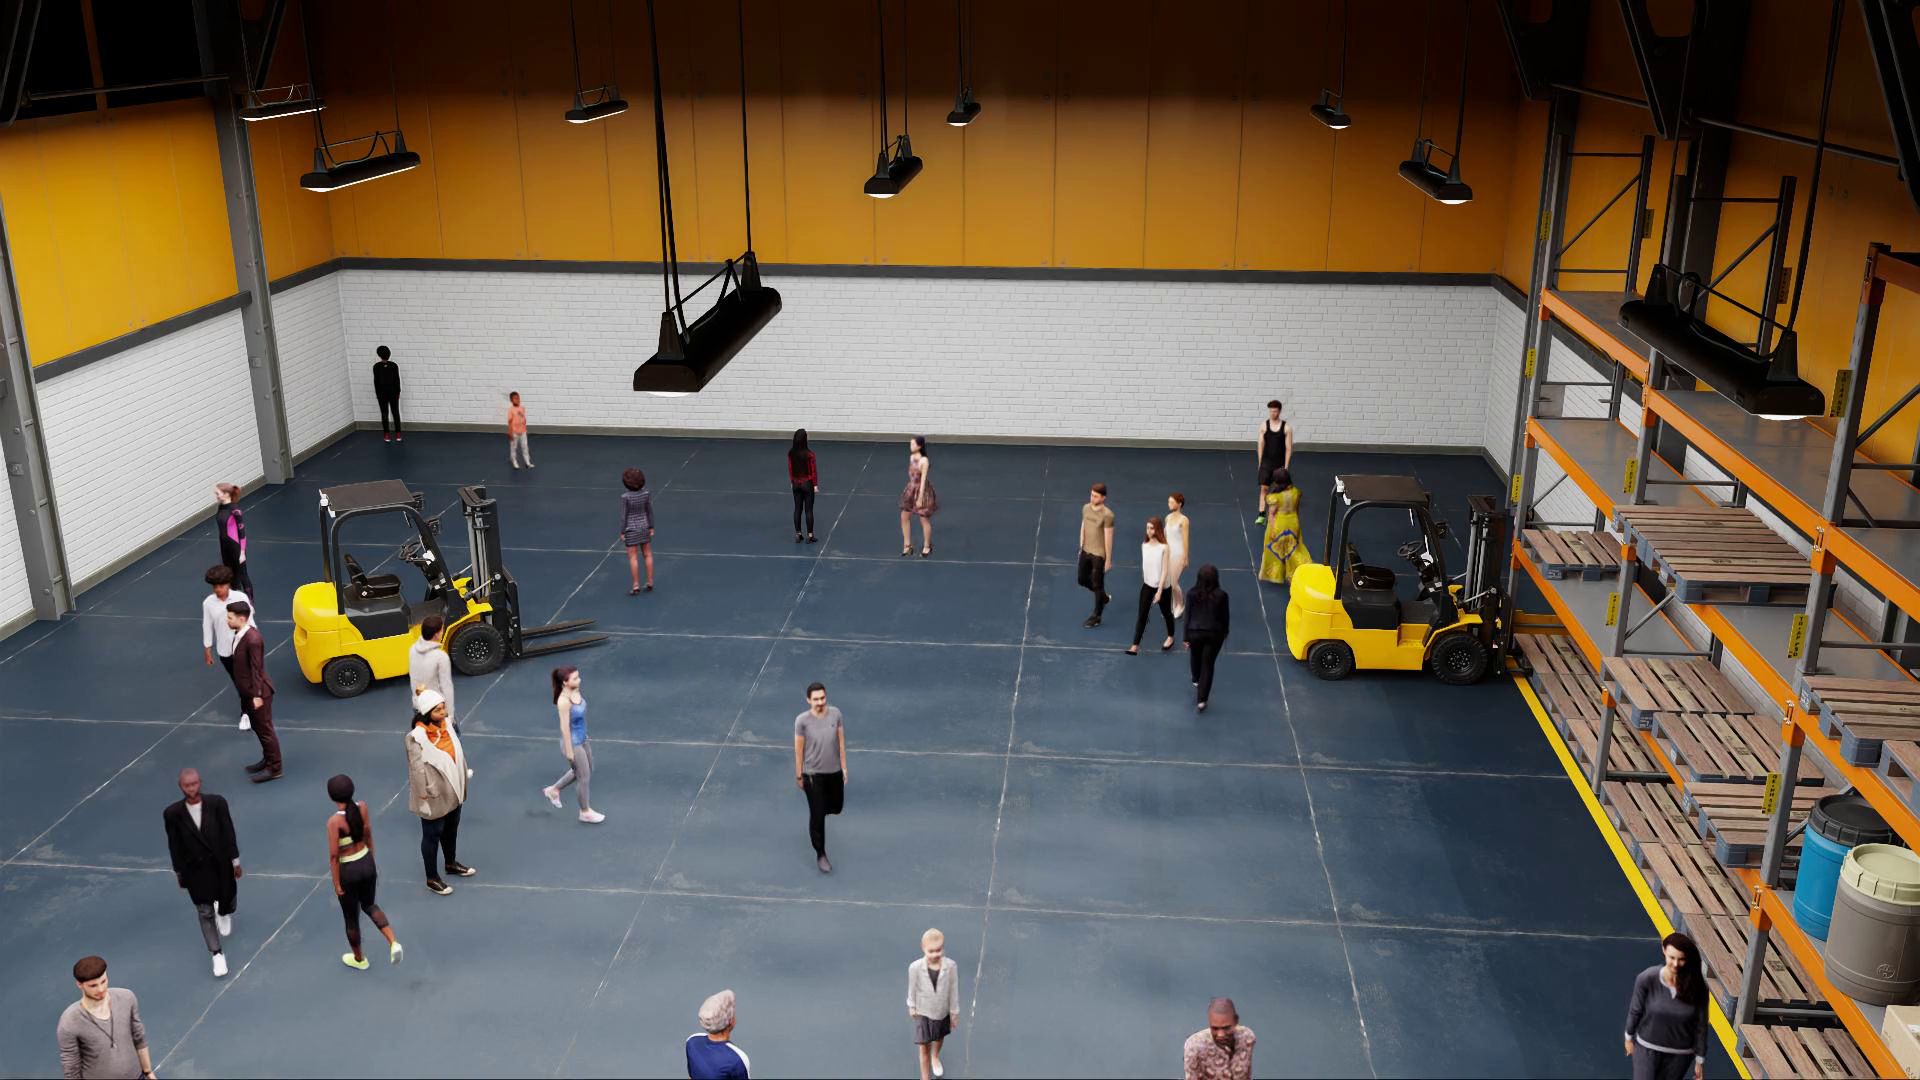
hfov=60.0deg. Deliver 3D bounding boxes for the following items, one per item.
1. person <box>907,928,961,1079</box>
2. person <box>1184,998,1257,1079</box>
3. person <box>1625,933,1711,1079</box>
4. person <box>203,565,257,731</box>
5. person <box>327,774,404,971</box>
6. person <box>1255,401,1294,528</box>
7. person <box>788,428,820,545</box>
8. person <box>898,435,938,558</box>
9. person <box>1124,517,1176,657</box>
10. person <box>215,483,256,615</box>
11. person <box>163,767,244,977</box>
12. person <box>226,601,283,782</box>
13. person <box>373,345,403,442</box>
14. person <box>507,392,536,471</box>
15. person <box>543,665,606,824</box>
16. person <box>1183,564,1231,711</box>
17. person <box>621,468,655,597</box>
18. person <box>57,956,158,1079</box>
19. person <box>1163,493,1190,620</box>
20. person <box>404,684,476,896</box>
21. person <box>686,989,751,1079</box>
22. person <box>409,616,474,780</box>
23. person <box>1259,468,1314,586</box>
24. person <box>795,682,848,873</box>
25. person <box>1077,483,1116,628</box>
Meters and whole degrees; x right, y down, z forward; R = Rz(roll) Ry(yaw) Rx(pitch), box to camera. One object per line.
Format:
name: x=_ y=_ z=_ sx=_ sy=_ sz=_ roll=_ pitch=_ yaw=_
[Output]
person: x=-0.196 y=3.341 z=11.988 sx=0.629 sy=1.247 sz=0.878 roll=-3 pitch=19 yaw=-7
person: x=1.544 y=3.598 z=10.424 sx=0.983 sy=1.757 sz=1.270 roll=-7 pitch=20 yaw=-20
person: x=4.710 y=3.359 z=11.160 sx=0.677 sy=1.741 sz=0.935 roll=3 pitch=19 yaw=9
person: x=-7.761 y=1.096 z=17.820 sx=0.803 sy=1.780 sz=1.000 roll=-3 pitch=19 yaw=-8
person: x=-4.733 y=2.673 z=13.193 sx=0.878 sy=1.743 sz=0.917 roll=12 pitch=22 yaw=31
person: x=4.626 y=-1.133 z=24.330 sx=0.857 sy=1.849 sz=1.174 roll=6 pitch=20 yaw=18
person: x=-2.221 y=-0.766 z=23.539 sx=0.640 sy=1.658 sz=0.603 roll=7 pitch=20 yaw=20
person: x=-0.480 y=-0.588 z=22.852 sx=0.909 sy=1.759 sz=0.852 roll=-14 pitch=23 yaw=-36
person: x=2.378 y=0.552 z=19.600 sx=0.977 sy=1.675 sz=1.151 roll=14 pitch=23 yaw=36
person: x=-9.091 y=0.105 z=20.813 sx=0.651 sy=1.748 sz=0.671 roll=12 pitch=22 yaw=31
person: x=-6.062 y=2.601 z=13.397 sx=0.934 sy=1.750 sz=1.059 roll=-9 pitch=21 yaw=-25
person: x=-7.006 y=1.477 z=16.562 sx=0.830 sy=1.859 sz=0.759 roll=-14 pitch=23 yaw=-35
person: x=-9.912 y=-2.548 z=28.804 sx=0.663 sy=1.676 sz=0.681 roll=-9 pitch=21 yaw=-24
person: x=-7.252 y=-1.780 z=27.142 sx=0.845 sy=1.279 sz=0.929 roll=-14 pitch=23 yaw=-35
person: x=-3.687 y=1.914 z=15.677 sx=0.659 sy=1.596 sz=0.773 roll=1 pitch=19 yaw=2
person: x=2.682 y=1.091 z=18.169 sx=0.696 sy=1.566 sz=1.070 roll=3 pitch=19 yaw=9
person: x=-4.170 y=-0.107 z=21.515 sx=0.701 sy=1.700 sz=0.748 roll=-13 pitch=23 yaw=-34
person: x=-5.398 y=3.470 z=10.580 sx=0.816 sy=1.901 sz=0.691 roll=13 pitch=23 yaw=34
person: x=2.744 y=0.195 z=20.723 sx=0.735 sy=1.634 sz=0.662 roll=-13 pitch=22 yaw=-33
person: x=-4.575 y=2.143 z=14.539 sx=0.806 sy=1.890 sz=0.679 roll=6 pitch=20 yaw=18
person: x=-1.474 y=3.614 z=10.257 sx=0.703 sy=1.833 sz=0.692 roll=10 pitch=21 yaw=28
person: x=-5.161 y=1.658 z=16.083 sx=0.837 sy=1.823 sz=0.946 roll=5 pitch=19 yaw=14
person: x=4.243 y=-0.107 z=21.633 sx=1.000 sy=1.626 sz=1.179 roll=-7 pitch=20 yaw=-19
person: x=-1.267 y=2.070 z=15.001 sx=0.934 sy=1.733 sz=1.073 roll=-9 pitch=21 yaw=-26
person: x=1.738 y=0.157 z=20.512 sx=0.961 sy=1.840 sz=0.901 roll=-15 pitch=24 yaw=-38
